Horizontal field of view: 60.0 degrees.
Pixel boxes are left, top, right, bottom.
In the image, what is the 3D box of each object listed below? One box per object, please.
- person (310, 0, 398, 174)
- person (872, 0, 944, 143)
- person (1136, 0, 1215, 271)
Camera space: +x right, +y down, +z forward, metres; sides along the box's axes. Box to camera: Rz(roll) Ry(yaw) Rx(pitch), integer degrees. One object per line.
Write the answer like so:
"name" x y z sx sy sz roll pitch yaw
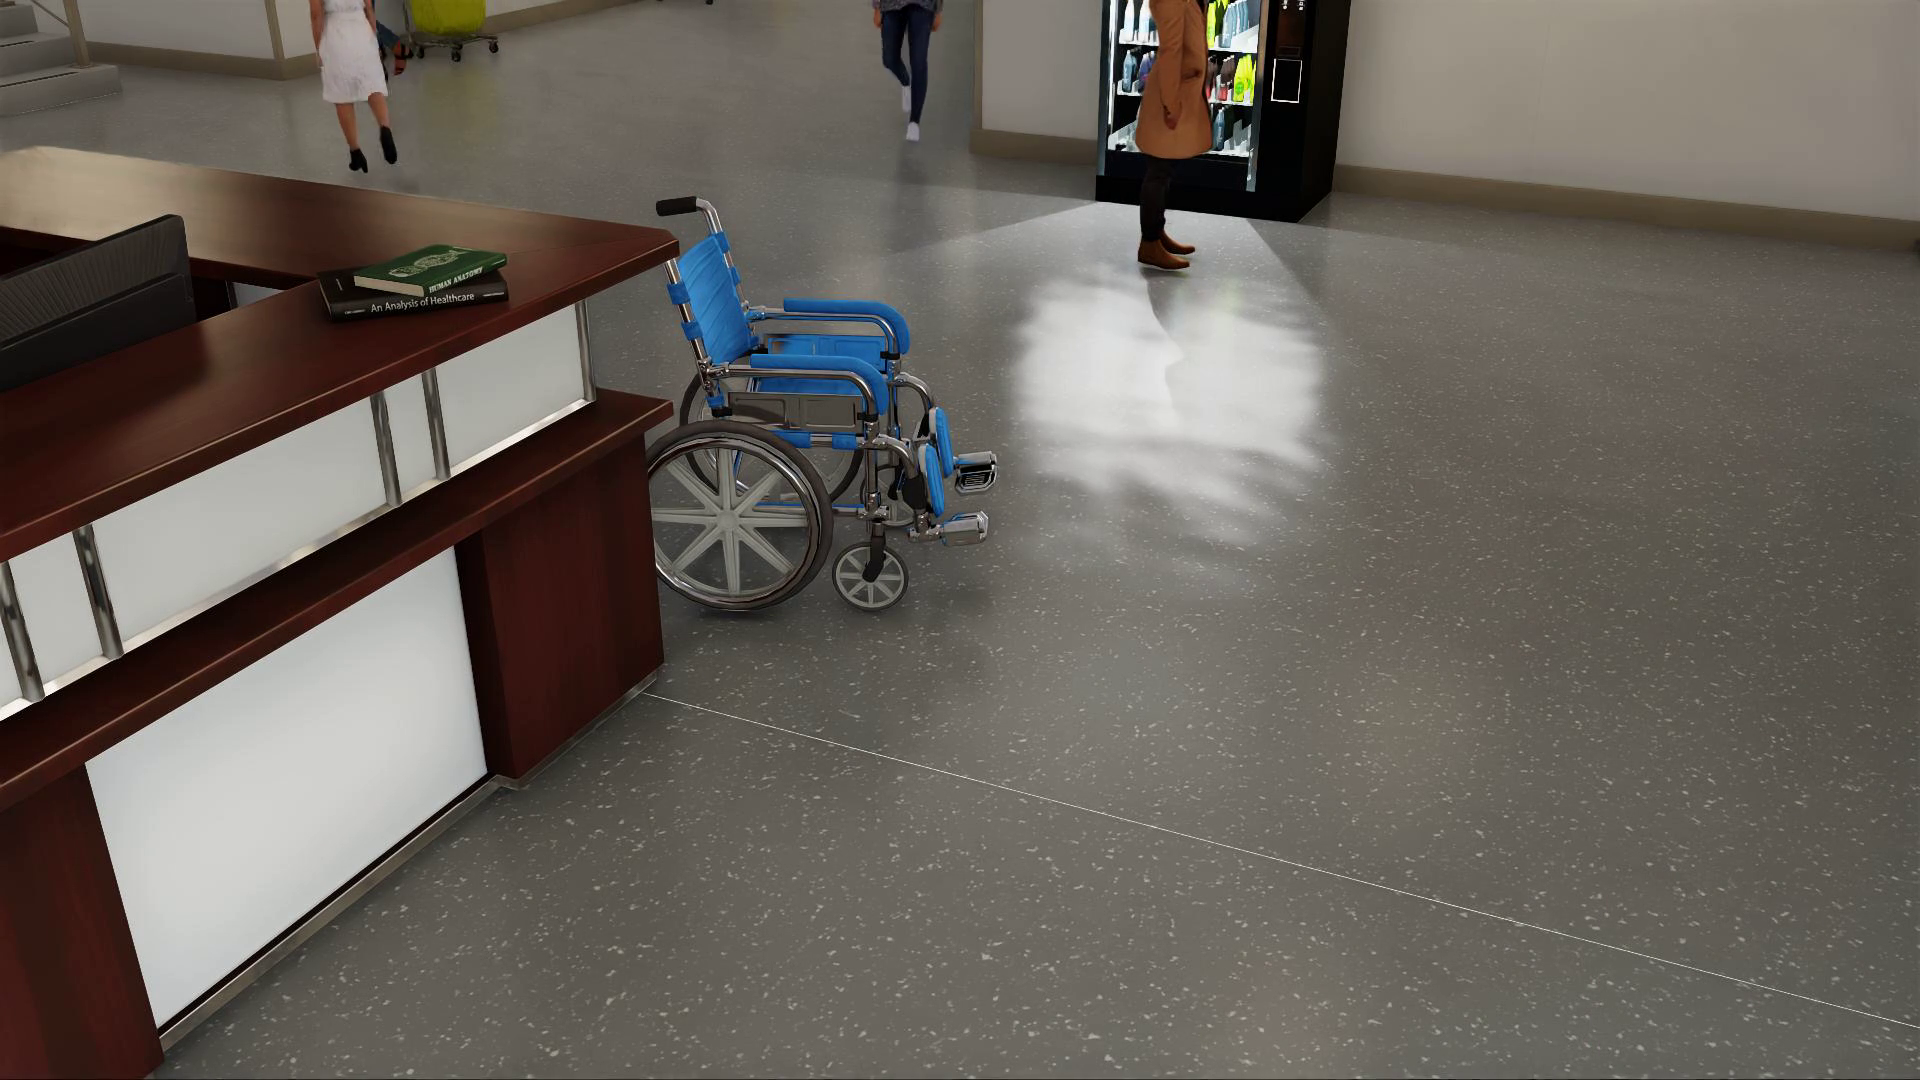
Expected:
"person" -3.671 -2.967 10.060 0.764 1.540 0.882 -18 31 -33
"person" -0.340 -3.580 11.129 1.004 1.717 0.885 2 26 5
"person" 1.057 -2.252 8.316 0.681 1.726 0.702 6 26 12
